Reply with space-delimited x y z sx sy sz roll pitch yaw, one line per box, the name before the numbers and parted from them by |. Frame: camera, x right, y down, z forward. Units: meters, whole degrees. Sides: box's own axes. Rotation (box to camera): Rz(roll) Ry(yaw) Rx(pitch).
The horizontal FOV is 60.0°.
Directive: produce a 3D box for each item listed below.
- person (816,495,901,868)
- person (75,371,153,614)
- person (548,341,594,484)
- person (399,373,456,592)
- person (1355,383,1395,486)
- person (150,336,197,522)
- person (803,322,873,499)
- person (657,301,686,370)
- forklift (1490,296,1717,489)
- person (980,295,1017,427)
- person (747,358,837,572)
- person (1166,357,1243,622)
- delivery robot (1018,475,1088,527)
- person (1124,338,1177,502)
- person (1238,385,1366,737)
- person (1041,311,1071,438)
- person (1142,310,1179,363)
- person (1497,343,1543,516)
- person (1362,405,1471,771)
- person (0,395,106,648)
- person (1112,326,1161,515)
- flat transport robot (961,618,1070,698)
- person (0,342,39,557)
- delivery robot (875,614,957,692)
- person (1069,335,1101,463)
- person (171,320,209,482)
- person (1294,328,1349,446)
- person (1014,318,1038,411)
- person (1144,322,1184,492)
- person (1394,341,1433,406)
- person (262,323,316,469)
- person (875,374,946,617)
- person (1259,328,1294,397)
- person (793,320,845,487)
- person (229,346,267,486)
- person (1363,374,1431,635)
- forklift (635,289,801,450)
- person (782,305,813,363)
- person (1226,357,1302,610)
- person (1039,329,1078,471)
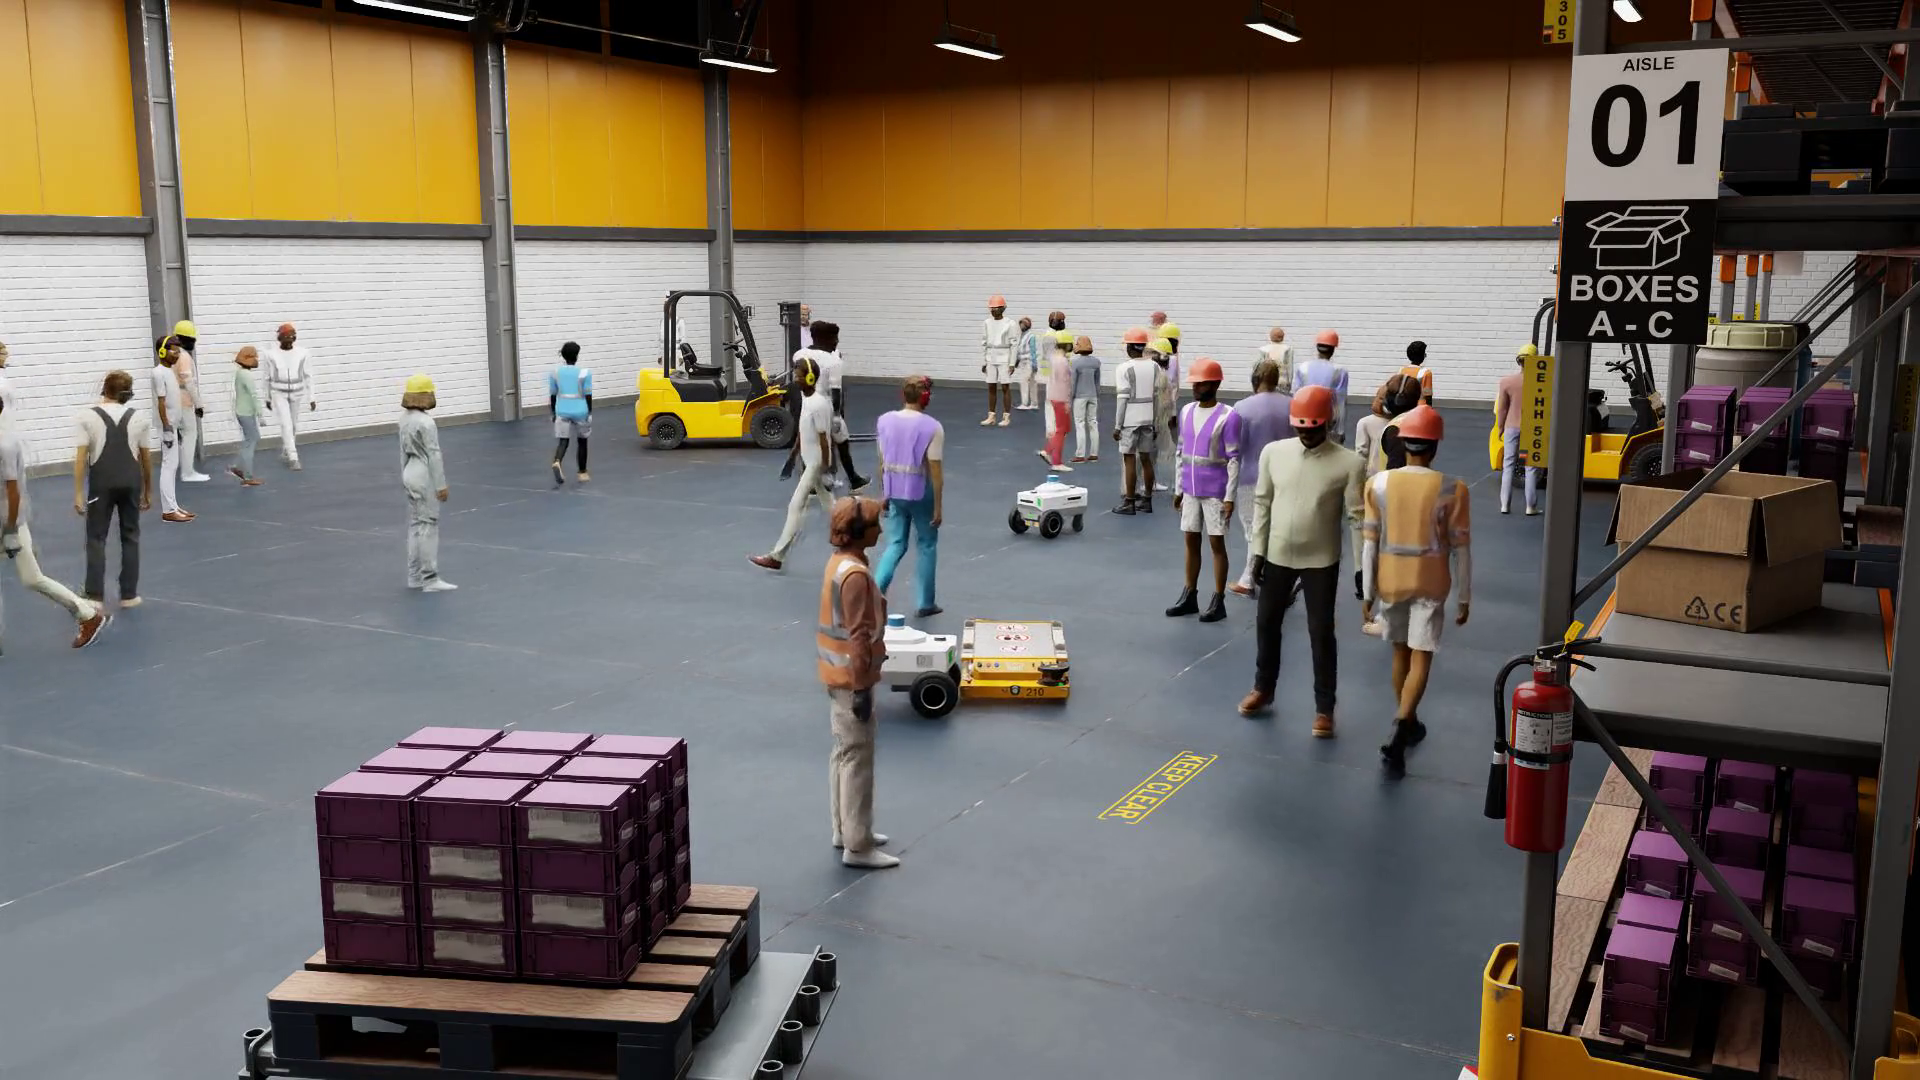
person | -0.468 0.615 7.343 0.325 1.637 0.525 -2 10 -11
person | -6.391 -0.359 12.499 0.652 1.804 0.447 -7 12 -36
person | -4.511 -1.460 19.248 0.539 1.675 0.695 1 10 5
person | -4.255 -0.455 13.229 0.310 1.743 0.492 -9 13 -41
person | 3.470 -0.469 13.624 0.505 1.631 0.278 -2 10 -11
person | -7.915 -1.114 16.695 0.328 1.865 0.521 -3 10 -17
person | -1.394 -1.433 18.352 0.634 1.919 0.969 9 13 43
person | -4.956 -3.165 28.503 0.584 1.884 0.348 6 11 31
forklift | 7.296 -1.677 18.993 2.313 2.155 1.214 5 11 27
person | 0.587 -2.762 25.711 0.609 2.043 0.397 7 12 34
person | -1.282 -0.625 14.036 1.011 1.811 0.506 -1 10 -9
person | 1.784 -0.369 12.164 0.369 1.939 0.542 -9 14 -43
delivery robot | 0.893 -0.376 15.931 0.707 0.478 0.477 -9 13 -41
person | 2.214 -1.281 17.918 0.936 1.775 0.585 -3 10 -14
person | 1.928 0.099 9.377 0.785 1.966 0.587 5 11 28
person | 1.399 -2.413 24.280 0.429 1.840 0.637 1 10 8
person | 2.803 -2.336 23.758 0.668 1.872 0.890 2 10 13
person | 5.794 -1.133 17.090 0.533 1.765 0.330 6 12 33
person | 2.381 0.242 8.756 0.556 1.904 0.942 5 11 28
person | -6.253 -0.116 11.050 0.520 1.831 0.931 9 13 41
person | 1.798 -1.223 17.109 0.544 1.939 0.355 -7 12 -35
flat transport robot | 0.342 0.733 10.604 0.652 0.197 1.431 0 10 1
person | -8.535 -0.817 14.757 0.627 1.940 0.371 9 13 42
delivery robot | -0.377 0.683 9.800 0.707 0.478 0.477 0 10 2
person | 1.586 -1.802 21.340 0.501 1.633 0.285 -6 11 -31
person | -9.082 -1.627 19.553 0.408 1.912 0.597 -6 11 -31
person | 3.673 -1.203 17.033 0.582 1.936 0.534 4 11 21
person | 1.148 -2.984 28.317 0.589 1.593 0.604 -4 11 -21
person | 2.406 -1.489 18.731 0.778 1.901 0.613 -4 11 -23
person | 5.150 -1.408 18.875 0.320 1.698 0.531 -7 12 -35
person | -8.494 -1.834 21.009 0.589 1.837 0.937 -6 12 -32
person | -0.373 -0.300 12.112 0.592 1.817 0.715 6 11 30
person | 4.600 -2.291 24.282 0.514 1.598 0.818 2 10 10
person | -1.609 -1.543 19.019 0.593 1.920 0.391 2 10 11
person | -8.198 -1.424 19.204 0.340 1.620 0.505 -7 12 -35
person | 3.081 -0.247 11.733 0.429 1.847 0.627 5 11 29
forklift | -3.358 -2.392 23.136 2.313 2.155 1.214 -1 10 -5
person | -2.374 -2.610 25.245 0.637 1.904 0.403 -6 12 -32
person | 2.347 -0.428 12.622 0.643 1.909 0.934 -5 11 -29
person | 1.259 -1.709 20.442 0.375 1.753 0.543 -1 10 -7
